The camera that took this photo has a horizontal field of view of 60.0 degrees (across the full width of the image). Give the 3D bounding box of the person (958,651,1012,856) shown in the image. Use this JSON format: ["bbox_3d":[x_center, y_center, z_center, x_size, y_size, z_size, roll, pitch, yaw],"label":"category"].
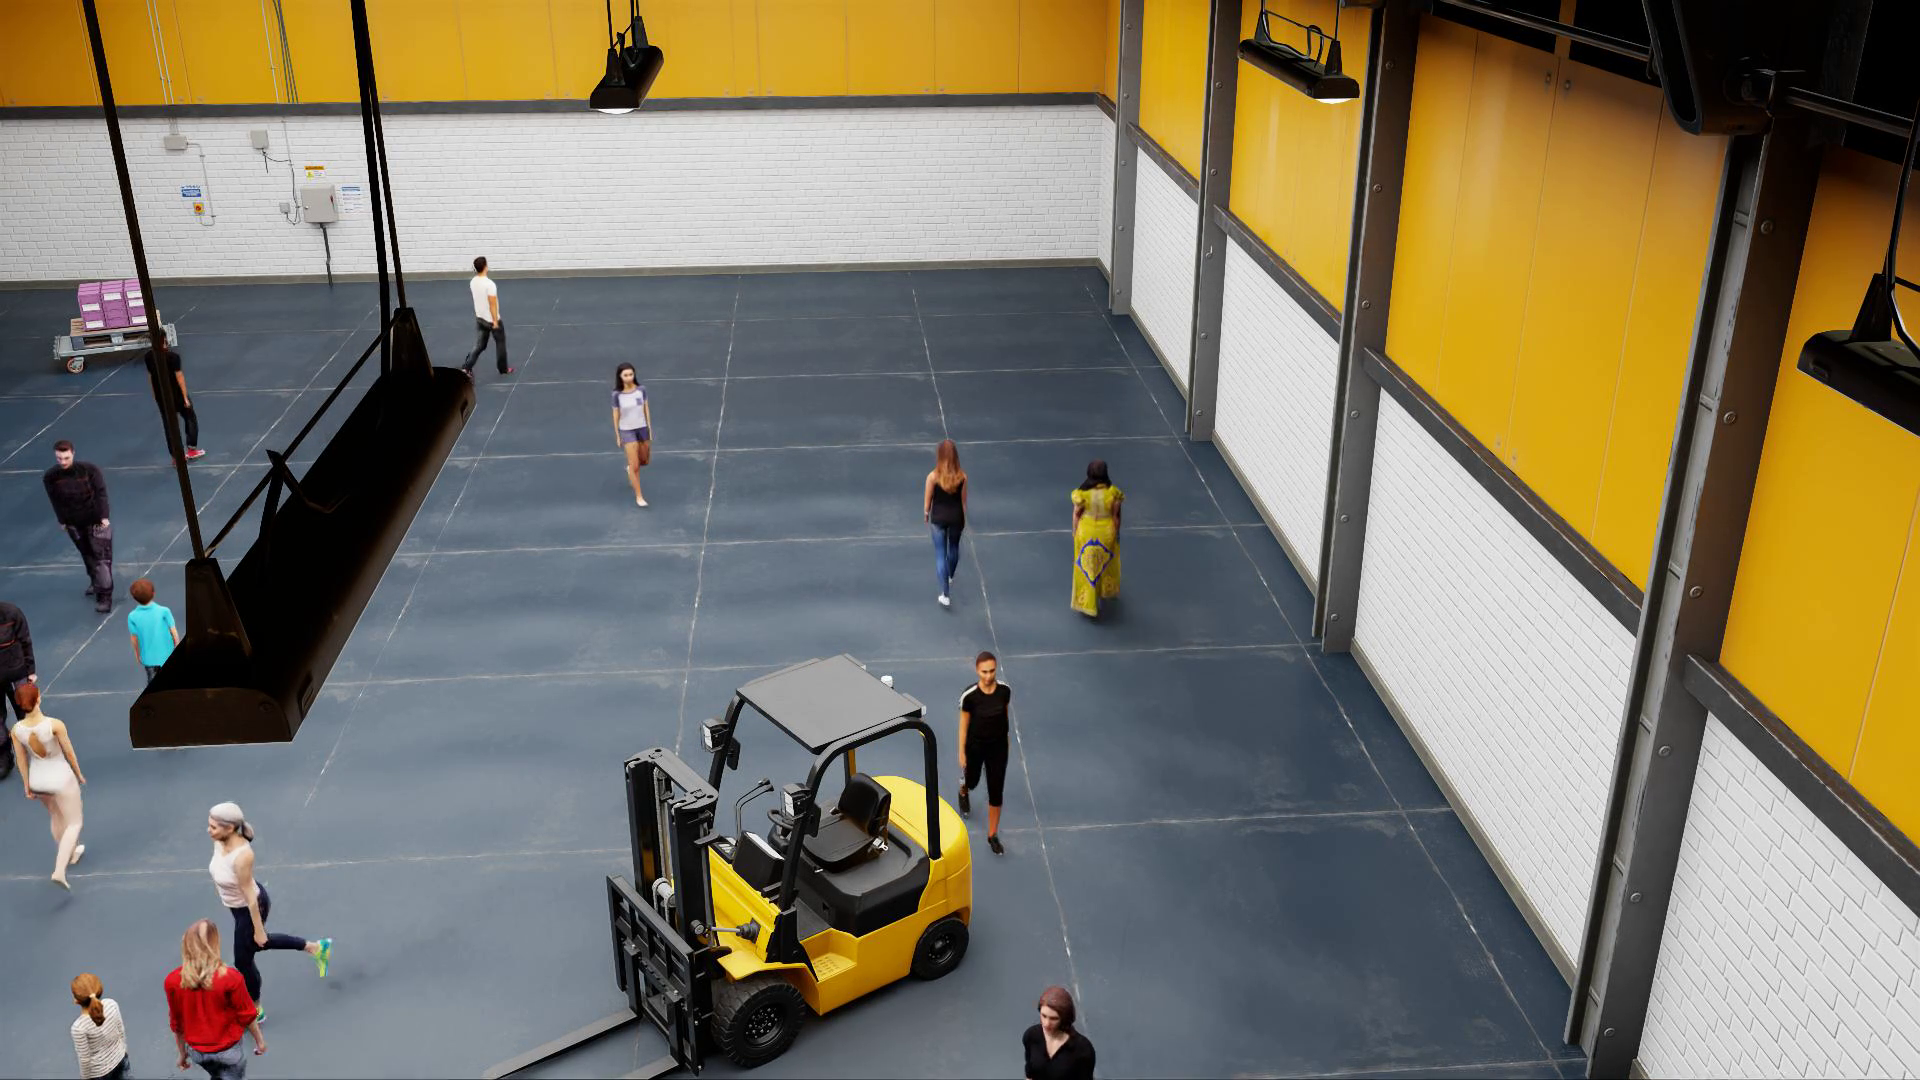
[{"bbox_3d":[0.162,1.592,13.059,0.750,1.639,1.104,-7,25,-15],"label":"person"}]

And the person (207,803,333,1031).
[{"bbox_3d":[-4.636,2.447,11.047,1.028,1.685,1.060,-20,30,-38],"label":"person"}]

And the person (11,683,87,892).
[{"bbox_3d":[-6.824,1.861,12.467,0.561,1.621,0.944,-1,24,-3],"label":"person"}]

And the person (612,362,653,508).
[{"bbox_3d":[-3.850,-1.271,19.513,0.839,1.716,1.013,-13,27,-28],"label":"person"}]

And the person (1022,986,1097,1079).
[{"bbox_3d":[0.589,3.180,9.368,0.876,1.686,1.062,10,25,21],"label":"person"}]

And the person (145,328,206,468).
[{"bbox_3d":[-9.784,-1.739,20.543,0.703,1.749,0.745,2,24,5],"label":"person"}]

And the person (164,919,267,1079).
[{"bbox_3d":[-4.376,3.022,9.722,0.646,1.691,0.585,-1,24,-2],"label":"person"}]

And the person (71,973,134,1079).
[{"bbox_3d":[-5.084,3.138,9.927,0.616,1.316,0.541,10,26,22],"label":"person"}]

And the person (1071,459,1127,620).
[{"bbox_3d":[1.377,0.016,16.671,0.719,1.635,1.102,-3,24,-6],"label":"person"}]

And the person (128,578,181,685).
[{"bbox_3d":[-7.035,1.030,14.590,0.595,1.444,0.589,-8,25,-17],"label":"person"}]

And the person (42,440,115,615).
[{"bbox_3d":[-8.844,-0.186,16.896,0.783,1.823,1.270,-3,24,-8],"label":"person"}]

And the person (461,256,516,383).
[{"bbox_3d":[-6.798,-3.112,23.650,1.062,1.775,1.209,13,27,28],"label":"person"}]

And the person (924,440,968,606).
[{"bbox_3d":[-0.126,-0.147,16.978,0.686,1.686,1.082,-5,24,-11],"label":"person"}]

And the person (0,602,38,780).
[{"bbox_3d":[-8.010,1.118,13.897,0.778,1.837,0.677,-9,25,-19],"label":"person"}]
